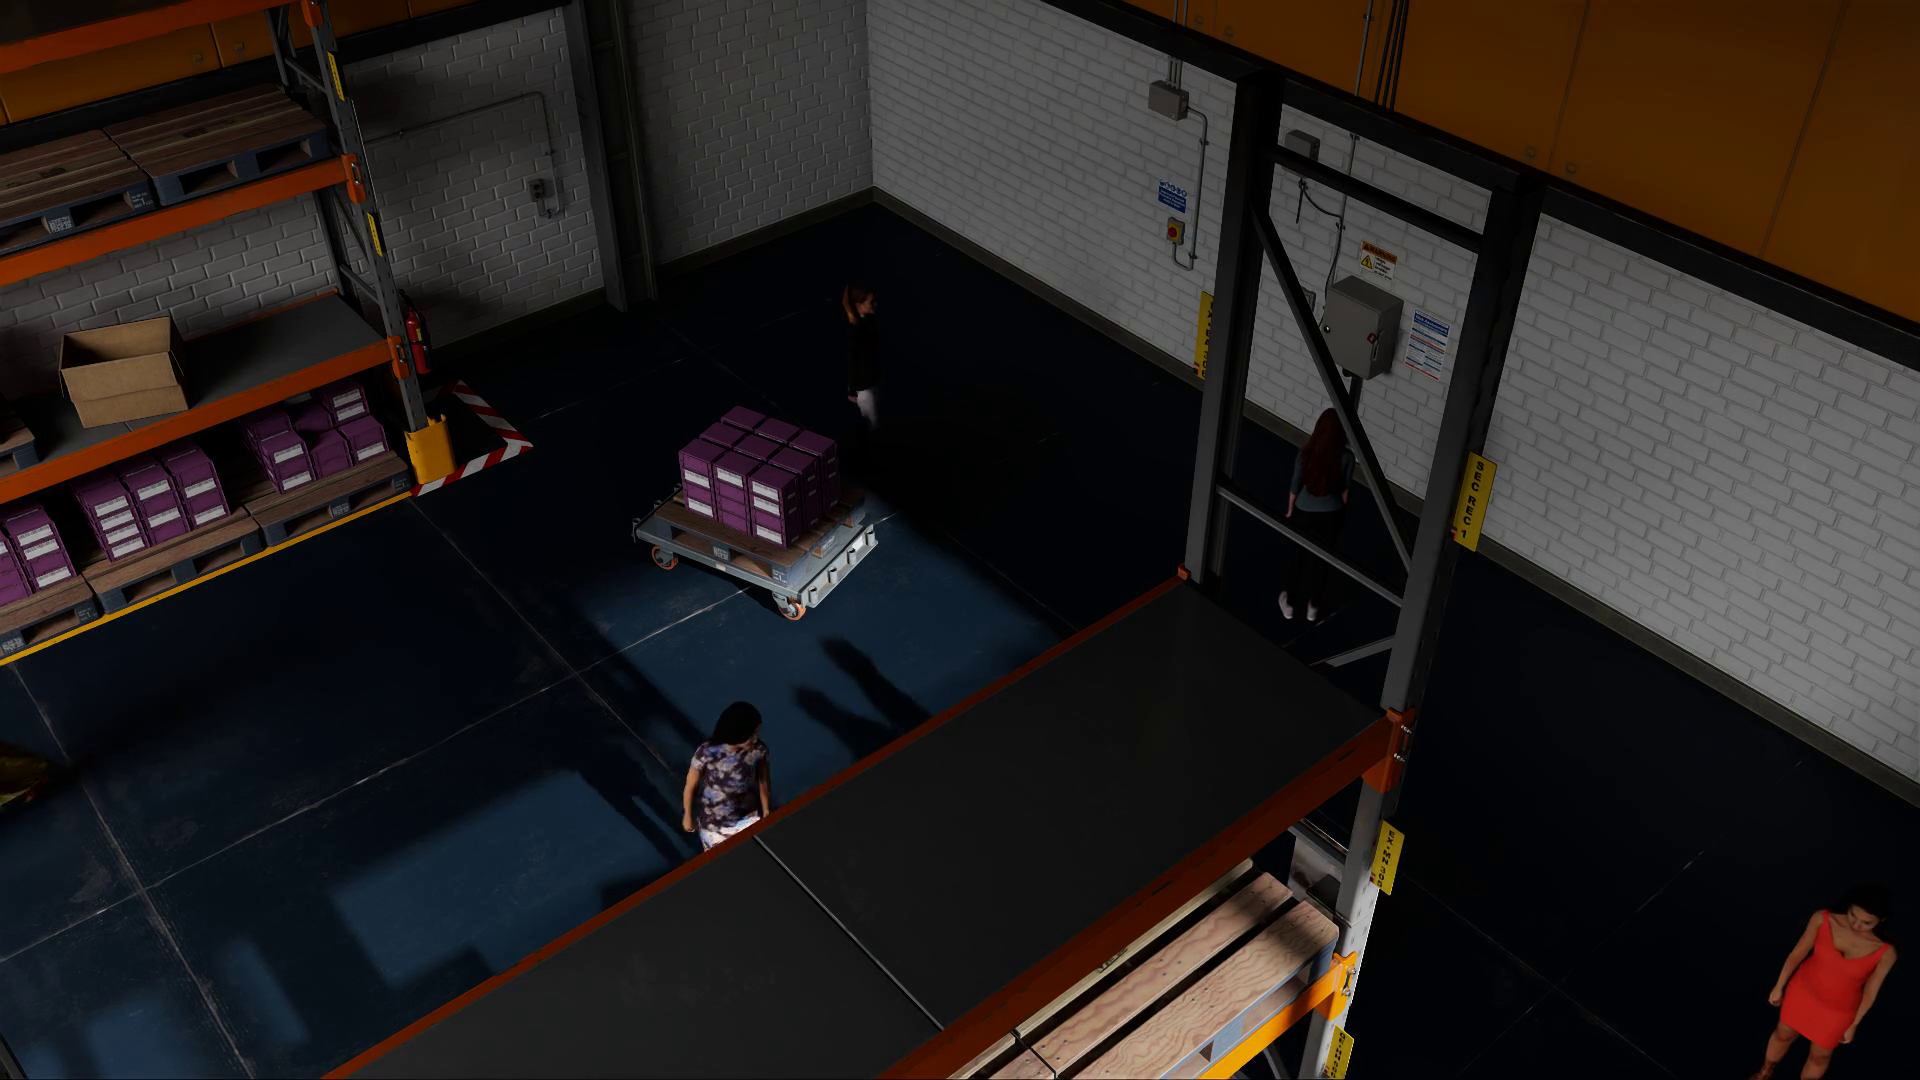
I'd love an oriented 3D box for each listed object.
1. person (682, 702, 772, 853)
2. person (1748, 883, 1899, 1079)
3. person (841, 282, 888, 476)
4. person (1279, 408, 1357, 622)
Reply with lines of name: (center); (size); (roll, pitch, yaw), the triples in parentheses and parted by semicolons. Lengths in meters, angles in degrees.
person: (-1.372, 1.562, 9.494); (0.666, 1.718, 0.860); (0, 39, 0)
person: (4.423, 2.340, 8.519); (0.610, 1.720, 0.579); (29, 47, 32)
person: (-0.833, -1.232, 12.991); (0.758, 1.720, 0.695); (14, 41, 17)
person: (2.494, -0.160, 11.632); (0.654, 1.741, 0.705); (5, 39, 6)
